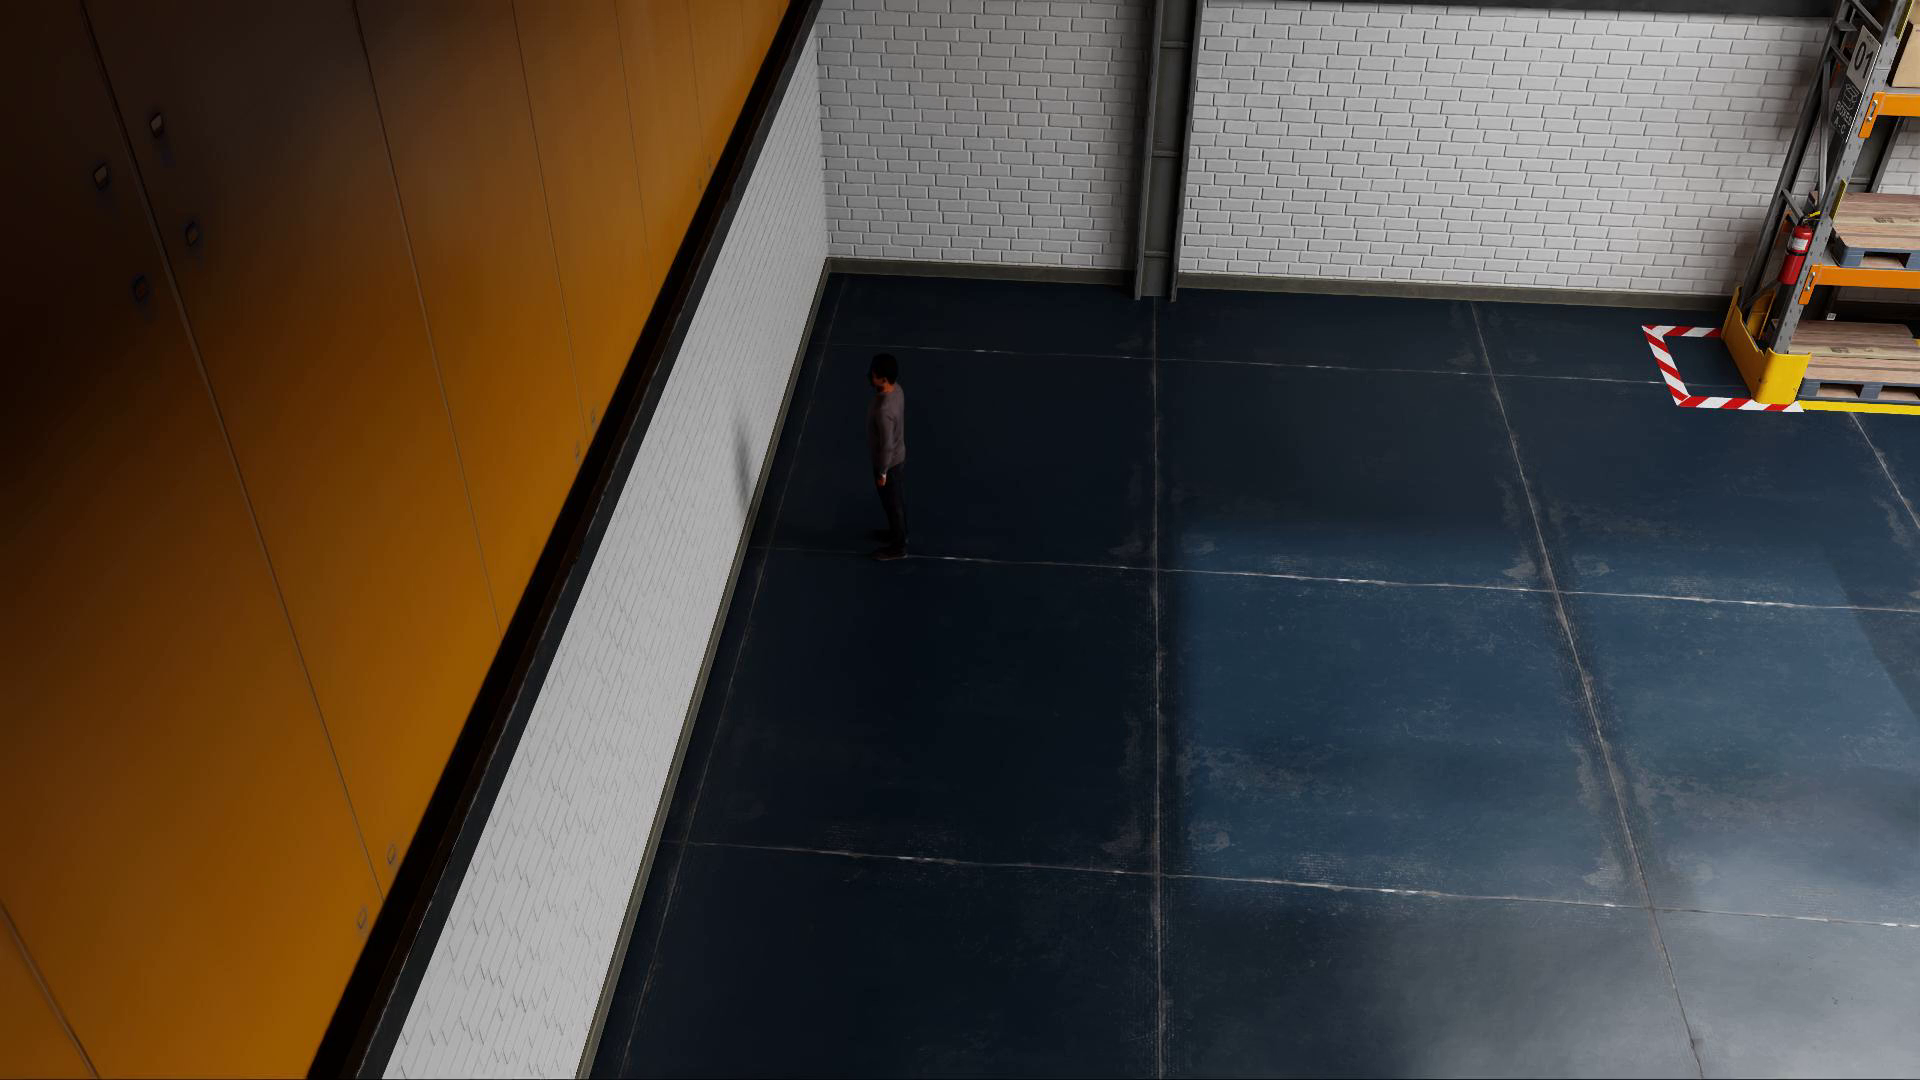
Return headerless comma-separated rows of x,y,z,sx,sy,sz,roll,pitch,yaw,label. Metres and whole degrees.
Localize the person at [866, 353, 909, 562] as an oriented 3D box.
-0.526,-0.611,12.342,0.648,1.766,0.504,3,39,4,person
